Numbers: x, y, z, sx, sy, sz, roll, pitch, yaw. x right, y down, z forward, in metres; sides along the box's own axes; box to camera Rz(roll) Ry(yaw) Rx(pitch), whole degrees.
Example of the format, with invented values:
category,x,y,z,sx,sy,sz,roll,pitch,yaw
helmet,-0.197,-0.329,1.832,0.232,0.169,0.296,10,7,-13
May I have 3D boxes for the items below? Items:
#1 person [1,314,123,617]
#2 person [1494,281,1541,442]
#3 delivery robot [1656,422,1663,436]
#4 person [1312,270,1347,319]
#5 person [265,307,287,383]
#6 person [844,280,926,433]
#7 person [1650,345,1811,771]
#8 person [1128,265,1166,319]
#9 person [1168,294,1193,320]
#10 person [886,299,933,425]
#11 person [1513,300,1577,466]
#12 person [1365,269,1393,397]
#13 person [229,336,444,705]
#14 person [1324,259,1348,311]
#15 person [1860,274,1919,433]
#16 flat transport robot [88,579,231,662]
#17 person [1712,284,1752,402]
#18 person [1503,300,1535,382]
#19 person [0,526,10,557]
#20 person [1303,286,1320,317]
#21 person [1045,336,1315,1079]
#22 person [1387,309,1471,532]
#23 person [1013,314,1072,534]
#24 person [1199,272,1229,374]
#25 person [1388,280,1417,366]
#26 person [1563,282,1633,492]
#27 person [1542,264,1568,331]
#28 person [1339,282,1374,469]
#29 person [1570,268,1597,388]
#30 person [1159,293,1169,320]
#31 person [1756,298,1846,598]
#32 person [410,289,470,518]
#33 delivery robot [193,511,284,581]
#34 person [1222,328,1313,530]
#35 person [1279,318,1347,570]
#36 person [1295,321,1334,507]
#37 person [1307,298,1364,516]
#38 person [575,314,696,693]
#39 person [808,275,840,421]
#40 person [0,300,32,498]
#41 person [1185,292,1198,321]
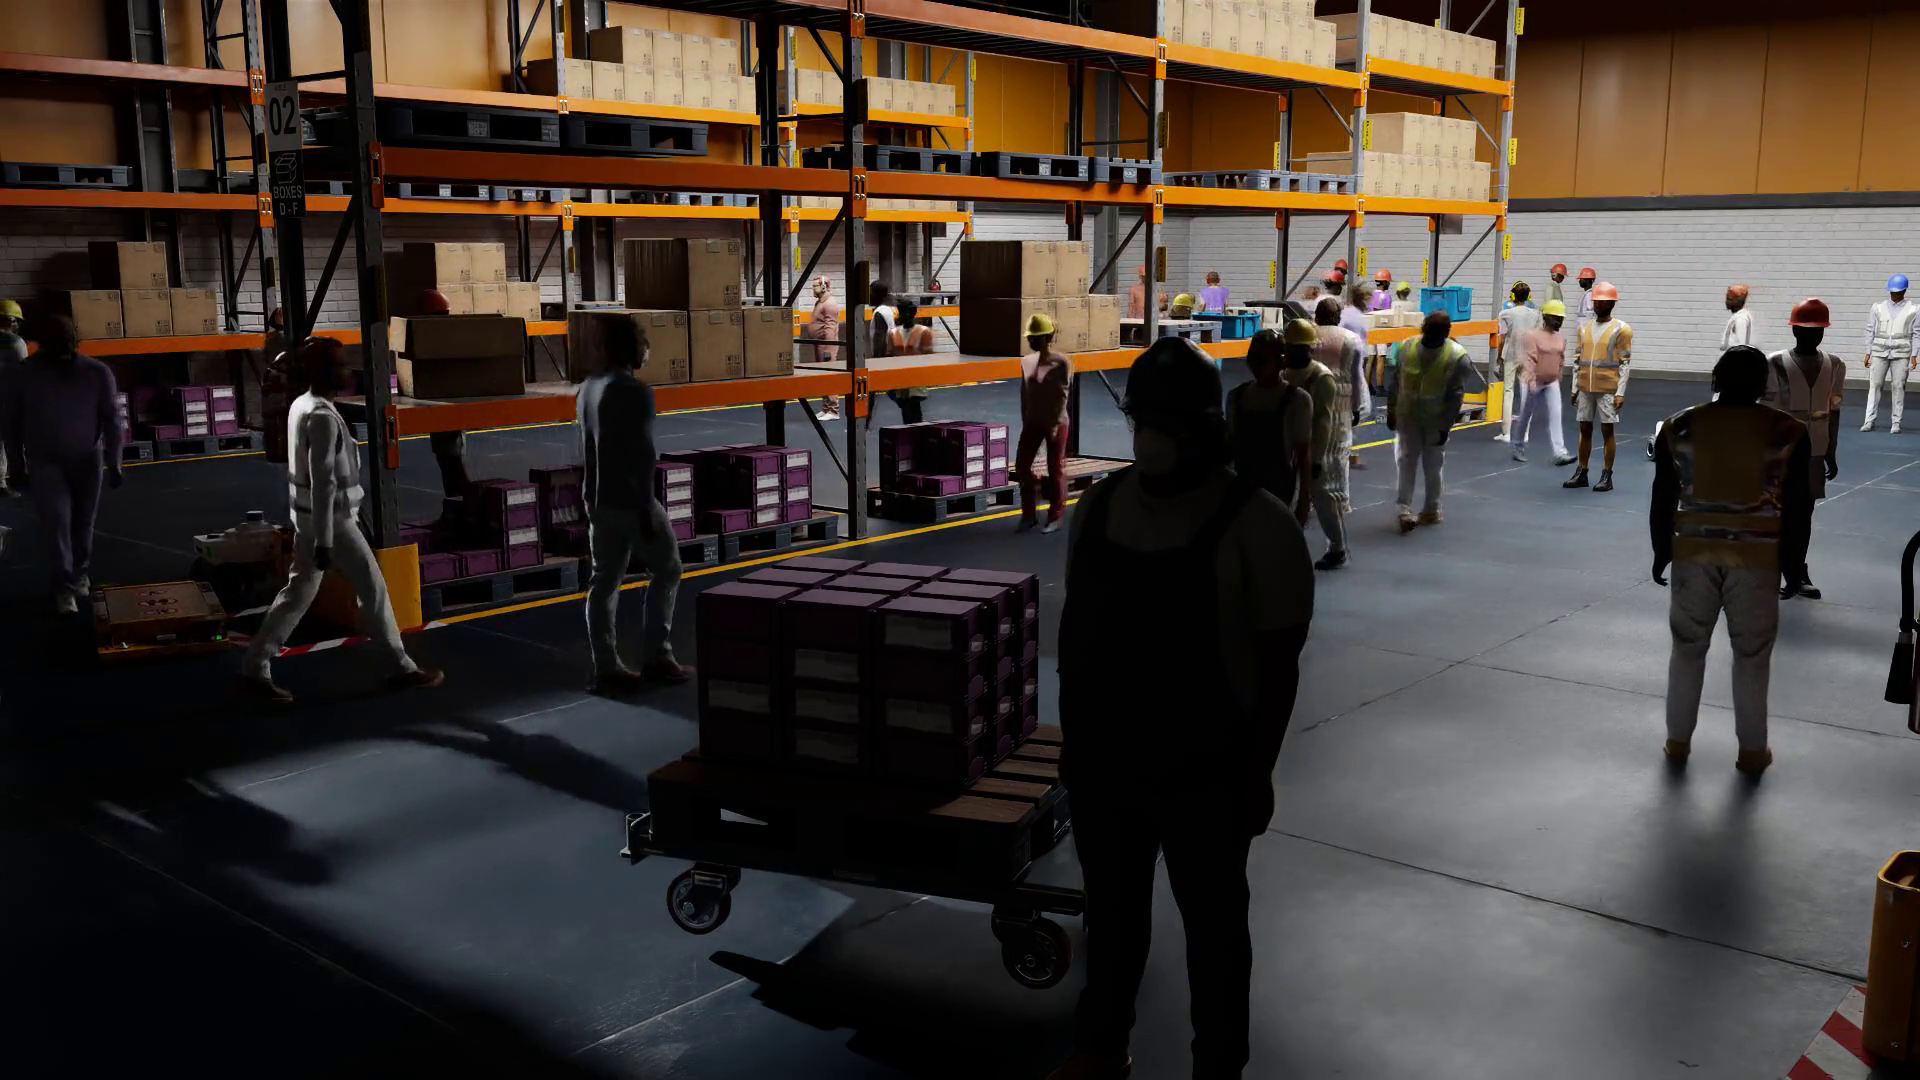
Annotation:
category,x,y,z,sx,sy,sz,roll,pitch,yaw
person,-5.642,-0.496,10.496,0.651,1.860,0.933,-7,12,-36
person,6.483,-2.072,19.379,0.514,1.876,0.328,-1,10,-3
delivery robot,7.555,-1.100,17.332,0.477,0.478,0.707,0,10,-1
person,4.834,-2.612,22.198,1.128,1.977,0.618,-5,11,-26
person,-7.276,-1.690,17.912,0.496,1.629,0.277,7,12,35
person,-0.897,-2.213,20.172,0.977,1.881,0.598,0,10,0
person,3.334,0.076,7.241,0.625,1.843,0.430,6,12,31
person,3.312,-3.870,29.398,0.629,1.936,1.011,0,10,-2
person,2.505,-1.918,18.892,0.305,1.738,0.484,-7,12,-35
person,-0.600,-1.818,18.444,0.556,1.683,0.483,5,11,25
person,6.086,-1.621,17.272,0.530,1.709,0.949,-2,10,-13
person,6.391,-3.142,25.291,0.357,1.936,0.551,-5,11,-26
person,-3.163,-0.092,8.243,1.006,1.841,0.577,-7,12,-35
person,6.981,-4.121,30.560,0.373,2.043,0.615,-9,13,-41
person,11.387,-2.271,20.334,0.604,1.937,0.402,7,12,36
flat transport robot,-4.661,0.439,9.643,0.652,0.197,1.431,-5,11,-28
person,8.565,-1.907,18.473,0.592,1.857,0.694,4,11,23
person,9.261,-3.431,27.620,0.540,1.695,0.317,0,10,2
person,-7.068,-0.565,11.580,0.507,1.607,0.736,8,12,37
person,5.861,-3.454,27.938,0.439,1.624,0.540,-1,10,-8
person,0.499,0.509,4.206,0.682,2.000,0.537,7,12,36
person,3.711,-0.948,13.276,0.663,1.780,0.812,5,11,26
person,0.641,-0.894,13.060,0.523,1.744,0.539,7,12,36
person,4.522,-3.848,29.678,0.599,1.852,0.536,-3,10,-15
person,6.990,-3.226,26.301,0.529,1.747,0.690,-3,10,-16
person,5.940,-1.423,15.490,0.344,1.942,0.551,-8,13,-39
person,10.261,-3.774,28.755,0.397,1.984,0.608,5,11,28
person,4.021,-1.672,17.002,0.510,1.908,0.718,2,10,10
person,10.022,-3.386,26.676,0.361,1.940,0.543,4,11,20
person,2.828,-2.692,23.631,0.280,1.631,0.516,-1,10,-5
person,5.409,-0.586,10.738,0.543,1.939,0.355,0,10,2
person,-4.062,-0.989,13.035,0.373,1.933,0.550,-7,12,-36
delivery robot,-4.545,0.054,10.759,0.707,0.478,0.477,-8,13,-37
person,1.607,-0.224,8.978,0.527,1.831,0.396,9,13,42
person,2.352,-0.632,11.465,0.985,1.780,0.603,-7,12,-33
person,3.165,-1.111,14.576,0.310,1.638,0.523,-3,10,-15
person,3.088,-1.119,14.067,0.624,1.837,0.430,3,10,18
person,-1.629,-0.185,8.491,0.668,1.921,0.655,-10,14,-43
person,-1.794,-2.517,21.859,0.402,1.901,0.647,-3,10,-16
person,-8.638,-1.287,15.179,0.698,1.770,0.858,5,11,25
person,3.301,-2.868,24.681,0.329,1.609,0.660,-7,12,-34
